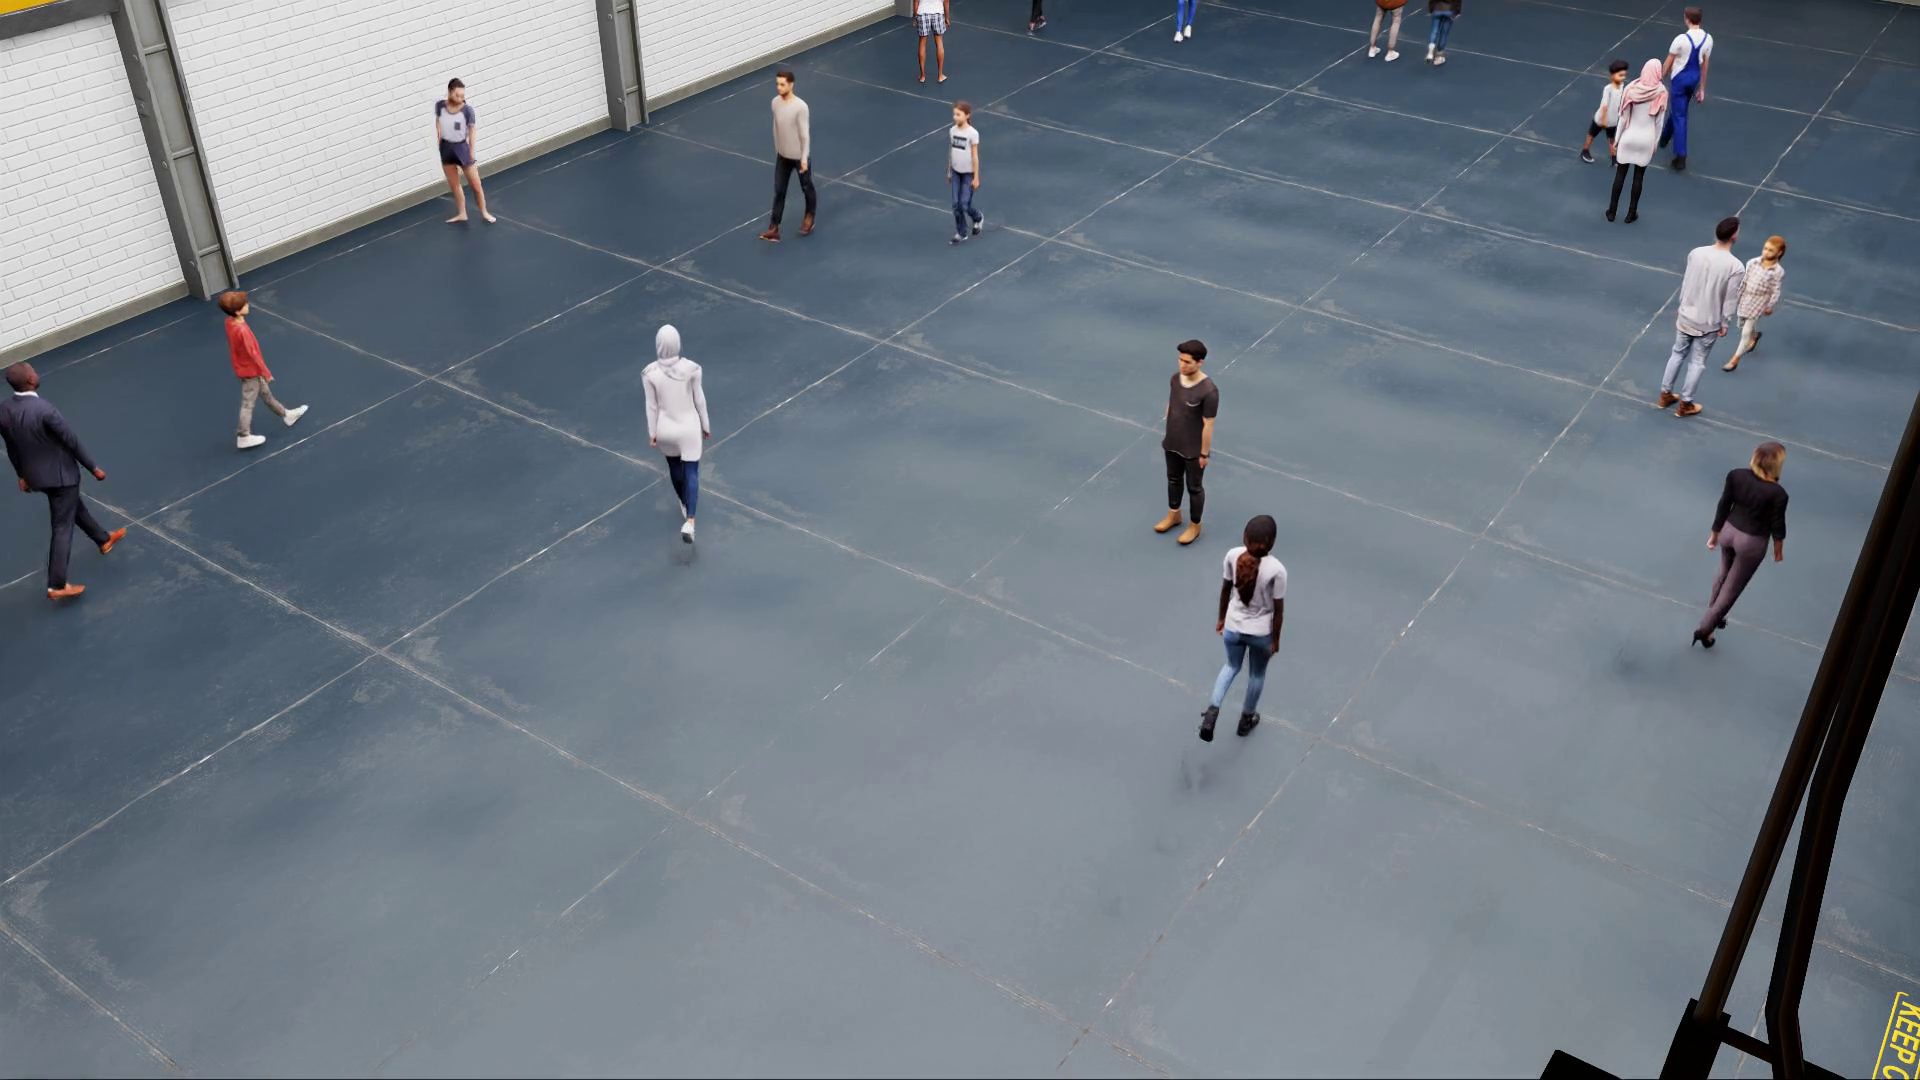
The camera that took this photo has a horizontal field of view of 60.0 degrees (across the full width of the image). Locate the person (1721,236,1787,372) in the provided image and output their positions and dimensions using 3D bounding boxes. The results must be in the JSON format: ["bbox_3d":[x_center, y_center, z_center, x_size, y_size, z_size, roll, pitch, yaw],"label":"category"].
[{"bbox_3d":[7.364,-2.217,15.340,0.948,1.297,0.714,-23,40,-30],"label":"person"}]

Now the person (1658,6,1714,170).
[{"bbox_3d":[8.484,-5.254,19.467,1.206,1.786,1.278,-3,34,-4],"label":"person"}]

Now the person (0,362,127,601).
[{"bbox_3d":[-6.672,-0.400,12.170,0.928,1.779,1.289,11,35,16],"label":"person"}]

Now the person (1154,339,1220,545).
[{"bbox_3d":[1.758,-0.784,12.810,0.640,1.711,0.666,-23,40,-31],"label":"person"}]

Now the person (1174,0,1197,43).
[{"bbox_3d":[3.284,-8.018,23.669,0.894,1.737,1.081,7,34,11],"label":"person"}]

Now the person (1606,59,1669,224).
[{"bbox_3d":[7.358,-4.335,18.069,0.675,1.804,0.656,14,36,19],"label":"person"}]

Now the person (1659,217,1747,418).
[{"bbox_3d":[6.434,-1.943,14.440,0.675,1.837,0.733,-24,40,-31],"label":"person"}]

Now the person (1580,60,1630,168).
[{"bbox_3d":[7.605,-5.048,19.665,0.874,1.224,0.831,-13,36,-19],"label":"person"}]

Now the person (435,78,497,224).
[{"bbox_3d":[-5.485,-4.210,18.042,0.755,1.625,0.668,18,38,25],"label":"person"}]

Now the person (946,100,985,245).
[{"bbox_3d":[0.081,-3.920,17.676,0.556,1.547,0.696,24,40,31],"label":"person"}]

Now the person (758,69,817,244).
[{"bbox_3d":[-1.715,-4.106,17.707,0.774,1.823,1.155,15,37,22],"label":"person"}]

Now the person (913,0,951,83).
[{"bbox_3d":[-0.397,-6.970,22.099,0.720,1.730,0.715,2,34,3],"label":"person"}]

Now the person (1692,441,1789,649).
[{"bbox_3d":[5.369,0.081,11.559,0.788,1.656,0.730,-16,37,-23],"label":"person"}]

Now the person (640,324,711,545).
[{"bbox_3d":[-2.168,-0.786,12.777,1.052,1.750,1.150,-3,34,-5],"label":"person"}]

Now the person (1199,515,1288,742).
[{"bbox_3d":[1.824,0.631,10.685,0.576,1.707,0.854,21,39,28],"label":"person"}]

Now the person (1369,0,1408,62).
[{"bbox_3d":[5.931,-7.559,22.889,0.686,1.836,0.666,23,40,30],"label":"person"}]

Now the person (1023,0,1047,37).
[{"bbox_3d":[1.134,-8.161,23.958,0.728,1.657,1.138,14,36,21],"label":"person"}]

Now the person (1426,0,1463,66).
[{"bbox_3d":[6.605,-7.224,22.713,0.601,1.474,0.550,16,37,23],"label":"person"}]

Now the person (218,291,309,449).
[{"bbox_3d":[-6.086,-1.415,14.051,0.965,1.388,0.700,-25,41,-33],"label":"person"}]
